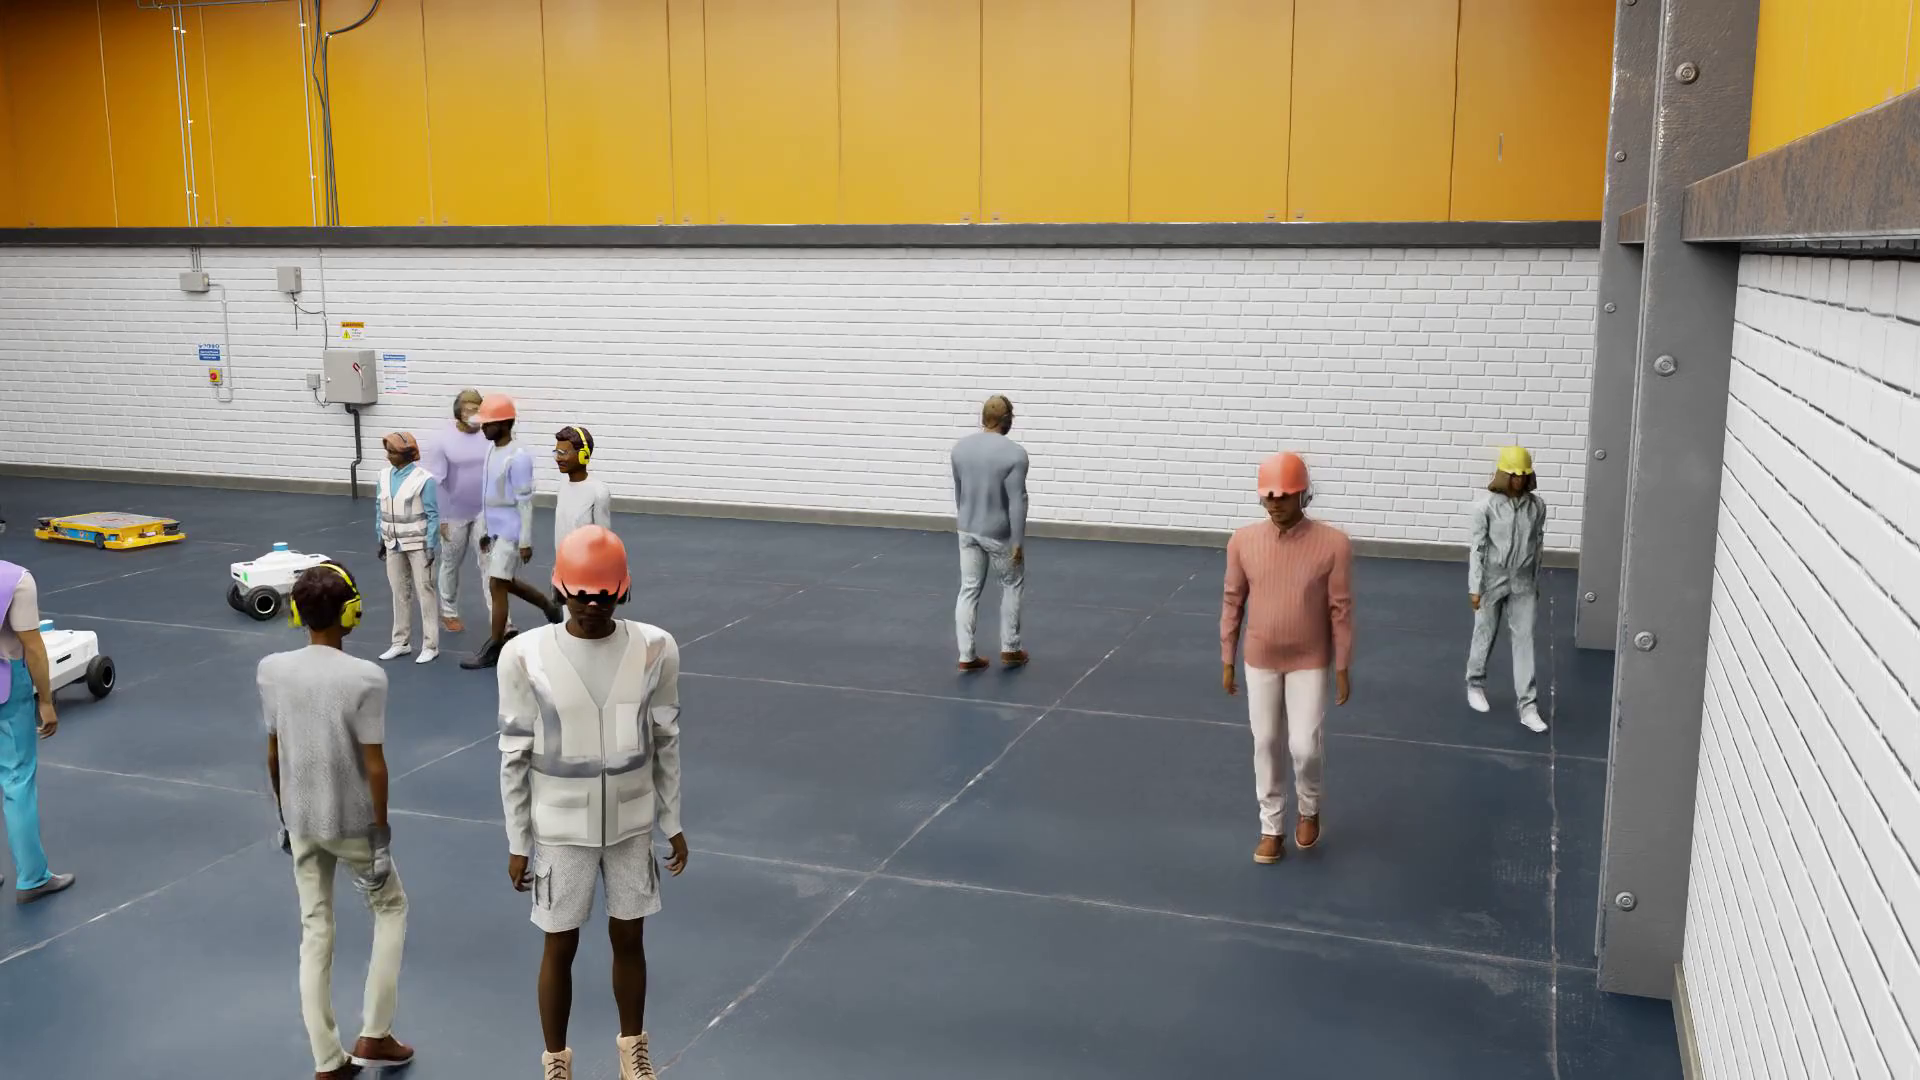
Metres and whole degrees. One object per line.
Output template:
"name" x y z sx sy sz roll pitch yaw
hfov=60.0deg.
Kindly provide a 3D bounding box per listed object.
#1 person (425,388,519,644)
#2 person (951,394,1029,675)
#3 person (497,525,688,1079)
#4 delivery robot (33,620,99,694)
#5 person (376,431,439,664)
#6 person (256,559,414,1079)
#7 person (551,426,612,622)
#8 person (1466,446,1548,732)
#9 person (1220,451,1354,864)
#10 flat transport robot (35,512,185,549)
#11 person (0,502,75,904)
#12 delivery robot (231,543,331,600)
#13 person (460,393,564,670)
"person" -3.610 -0.175 12.274 0.648 1.878 1.060 -8 13 -37
"person" 0.235 -0.041 11.422 0.661 1.911 0.723 6 12 32
"person" -1.196 0.948 5.503 0.605 2.033 0.392 -5 11 -24
"delivery robot" -5.768 0.751 10.512 0.477 0.478 0.707 0 10 -1
"person" -3.876 0.049 11.675 0.512 1.639 0.311 4 11 22
"person" -2.169 0.991 5.770 0.508 1.853 0.500 1 10 6
"person" -2.263 0.253 9.876 0.509 1.872 0.328 9 13 40
"person" 3.367 0.270 10.223 0.502 1.709 0.740 -1 10 -8
"person" 1.515 0.563 7.815 0.640 1.977 0.432 5 11 25
"flat transport robot" -8.399 -0.109 16.418 1.431 0.197 0.652 6 12 30
"person" -4.300 0.713 7.352 0.571 1.845 0.382 0 10 2
"delivery robot" -5.398 0.264 13.250 0.707 0.478 0.477 -8 13 -40
"person" -3.110 -0.080 11.628 0.844 1.915 0.555 -7 12 -36
